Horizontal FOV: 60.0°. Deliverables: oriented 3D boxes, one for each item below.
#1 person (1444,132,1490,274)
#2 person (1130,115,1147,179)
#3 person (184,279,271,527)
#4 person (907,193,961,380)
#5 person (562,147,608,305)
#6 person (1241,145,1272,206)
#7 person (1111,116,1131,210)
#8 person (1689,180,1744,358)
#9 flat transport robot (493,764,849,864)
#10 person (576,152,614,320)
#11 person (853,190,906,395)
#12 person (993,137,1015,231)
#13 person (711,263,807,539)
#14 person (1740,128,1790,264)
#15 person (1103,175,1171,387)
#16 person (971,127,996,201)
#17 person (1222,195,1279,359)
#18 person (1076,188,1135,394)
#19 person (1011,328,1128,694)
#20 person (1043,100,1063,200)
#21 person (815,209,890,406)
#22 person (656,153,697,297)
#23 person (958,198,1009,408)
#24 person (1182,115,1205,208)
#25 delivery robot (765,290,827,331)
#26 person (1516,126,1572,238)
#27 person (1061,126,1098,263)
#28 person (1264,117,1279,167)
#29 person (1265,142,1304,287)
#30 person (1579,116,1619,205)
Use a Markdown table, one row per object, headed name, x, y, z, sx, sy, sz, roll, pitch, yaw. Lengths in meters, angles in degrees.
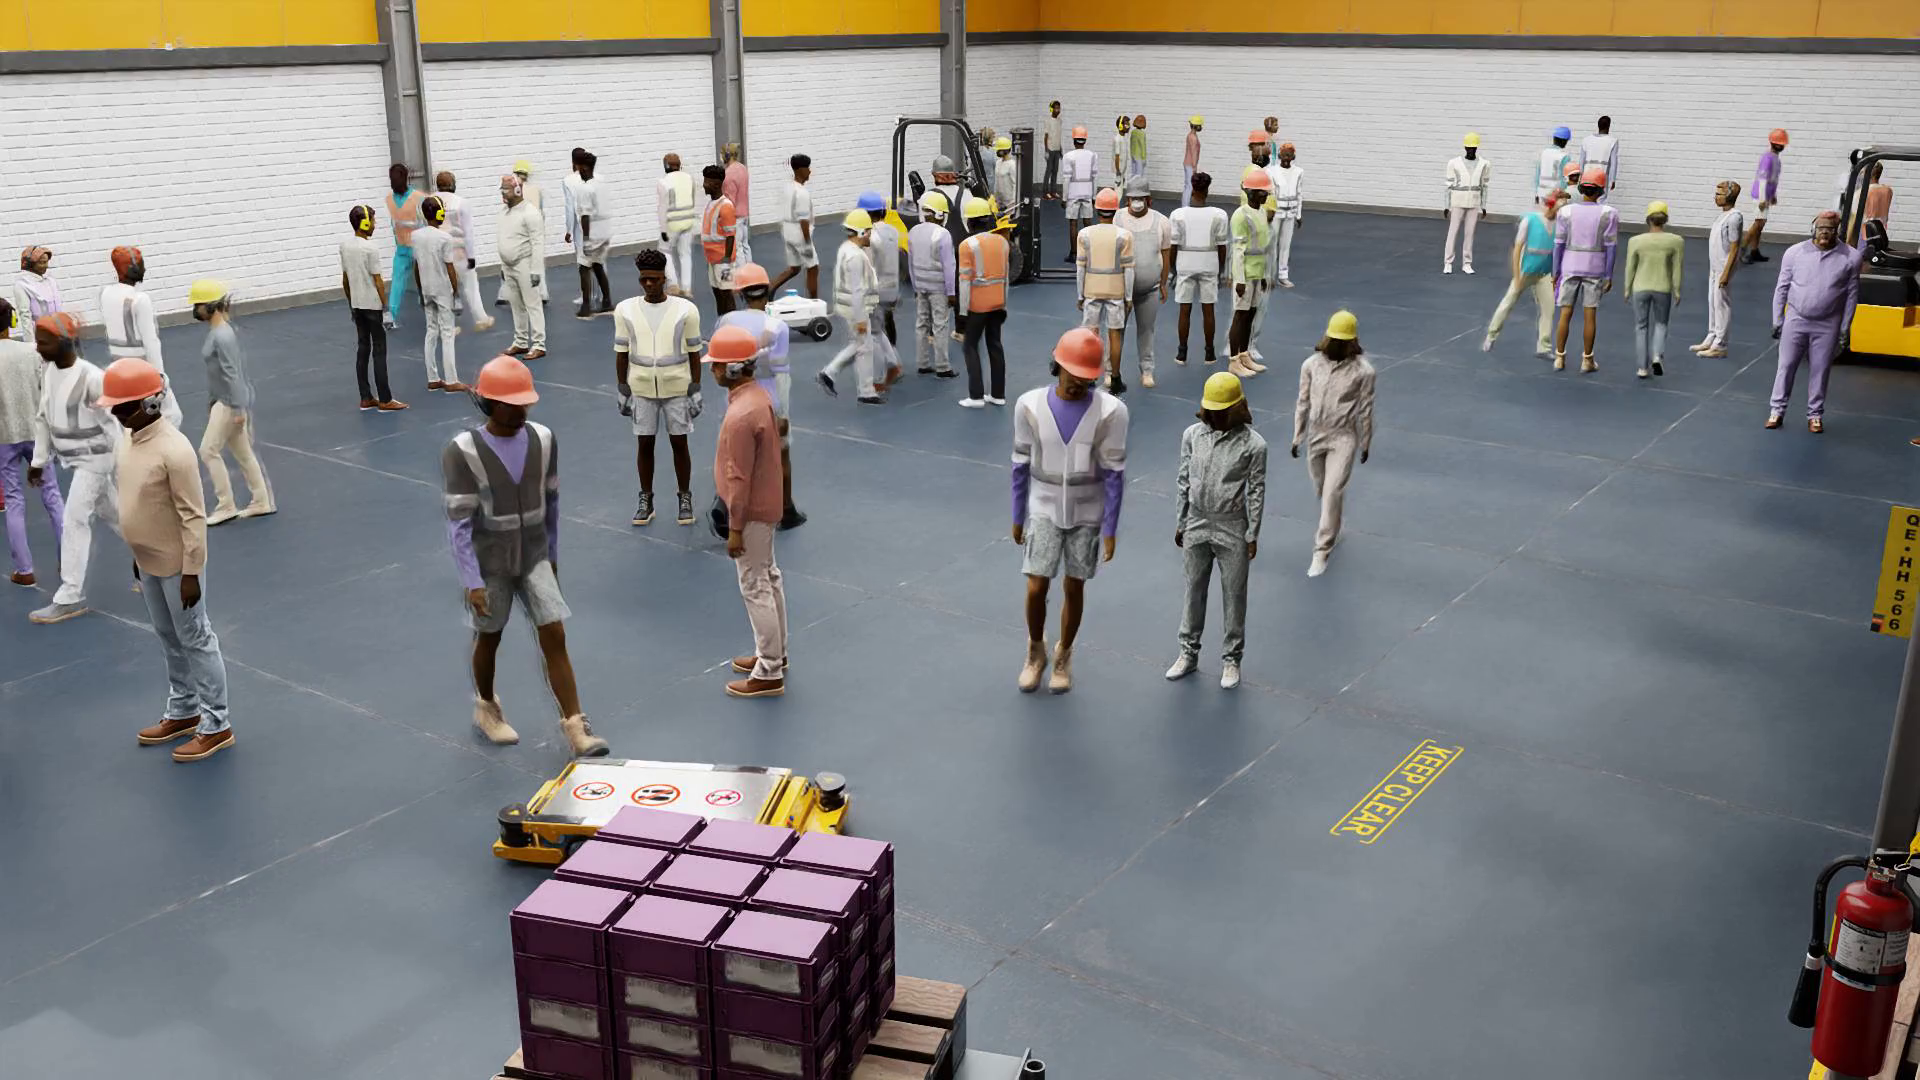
| name | x | y | z | sx | sy | sz | roll | pitch | yaw |
| --- | --- | --- | --- | --- | --- | --- | --- | --- | --- |
| person | 6.982 | -4.635 | 22.939 | 0.592 | 1.925 | 0.385 | 1 | 18 | 2 |
| person | 3.372 | -7.179 | 31.368 | 0.274 | 1.632 | 0.507 | -7 | 19 | -21 |
| person | -5.267 | -0.959 | 11.736 | 0.637 | 1.740 | 0.547 | -9 | 20 | -26 |
| person | -0.246 | -2.492 | 16.405 | 0.403 | 1.822 | 0.589 | -17 | 24 | -42 |
| person | -4.625 | -3.873 | 20.572 | 0.396 | 1.917 | 0.590 | 15 | 23 | 38 |
| person | 3.904 | -4.244 | 21.854 | 0.429 | 1.844 | 0.625 | -2 | 18 | -6 |
| person | 2.639 | -6.027 | 27.386 | 0.309 | 1.868 | 0.534 | 4 | 18 | 11 |
| person | 7.974 | -2.832 | 17.430 | 0.329 | 1.844 | 0.509 | 3 | 18 | 10 |
| flat transport robot | -1.253 | 1.209 | 7.332 | 1.431 | 0.197 | 0.652 | 2 | 18 | 7 |
| person | -4.335 | -3.593 | 19.666 | 0.408 | 1.935 | 0.626 | 6 | 19 | 18 |
| person | -0.802 | -2.328 | 15.715 | 0.442 | 1.927 | 0.631 | 9 | 20 | 25 |
| person | 0.649 | -4.963 | 24.232 | 0.329 | 1.765 | 0.525 | -10 | 20 | -30 |
| person | -1.424 | -0.936 | 11.430 | 0.556 | 1.897 | 0.771 | 7 | 19 | 21 |
| person | 11.590 | -4.956 | 23.969 | 0.490 | 1.922 | 0.731 | 10 | 20 | 29 |
| person | 1.683 | -2.476 | 16.001 | 0.673 | 2.000 | 0.536 | 1 | 18 | 3 |
| person | 0.348 | -4.927 | 23.833 | 0.354 | 1.937 | 0.635 | -6 | 19 | -18 |
| person | 3.059 | -2.753 | 17.429 | 0.576 | 1.698 | 0.392 | -4 | 18 | -13 |
| person | 1.376 | -2.346 | 15.753 | 0.552 | 1.942 | 0.343 | 5 | 18 | 15 |
| person | 0.558 | -0.128 | 8.714 | 0.616 | 2.007 | 0.537 | 3 | 18 | 10 |
| person | 1.801 | -7.485 | 31.949 | 0.310 | 1.868 | 0.533 | 14 | 23 | 38 |
| person | -0.985 | -2.119 | 15.263 | 0.601 | 1.817 | 0.602 | -3 | 18 | -9 |
| person | -3.606 | -3.976 | 21.068 | 0.484 | 1.816 | 0.620 | 16 | 24 | 41 |
| person | 0.192 | -2.172 | 15.293 | 0.601 | 1.901 | 0.474 | -17 | 24 | -42 |
| person | 4.116 | -6.600 | 29.362 | 0.345 | 1.759 | 0.521 | -1 | 18 | -3 |
| delivery robot | -1.845 | -2.527 | 18.410 | 0.707 | 0.478 | 0.477 | -8 | 19 | -23 |
| person | 8.639 | -5.103 | 24.442 | 0.717 | 1.912 | 0.619 | -7 | 19 | -22 |
| person | 1.708 | -4.977 | 23.990 | 0.552 | 1.935 | 0.374 | -7 | 19 | -20 |
| person | 5.082 | -6.058 | 27.520 | 0.346 | 1.847 | 0.506 | 3 | 18 | 9 |
| person | 4.223 | -4.249 | 21.804 | 0.576 | 1.881 | 0.354 | -5 | 19 | -17 |
| person | 10.178 | -5.793 | 26.576 | 0.596 | 1.916 | 0.372 | 15 | 23 | 38 |
